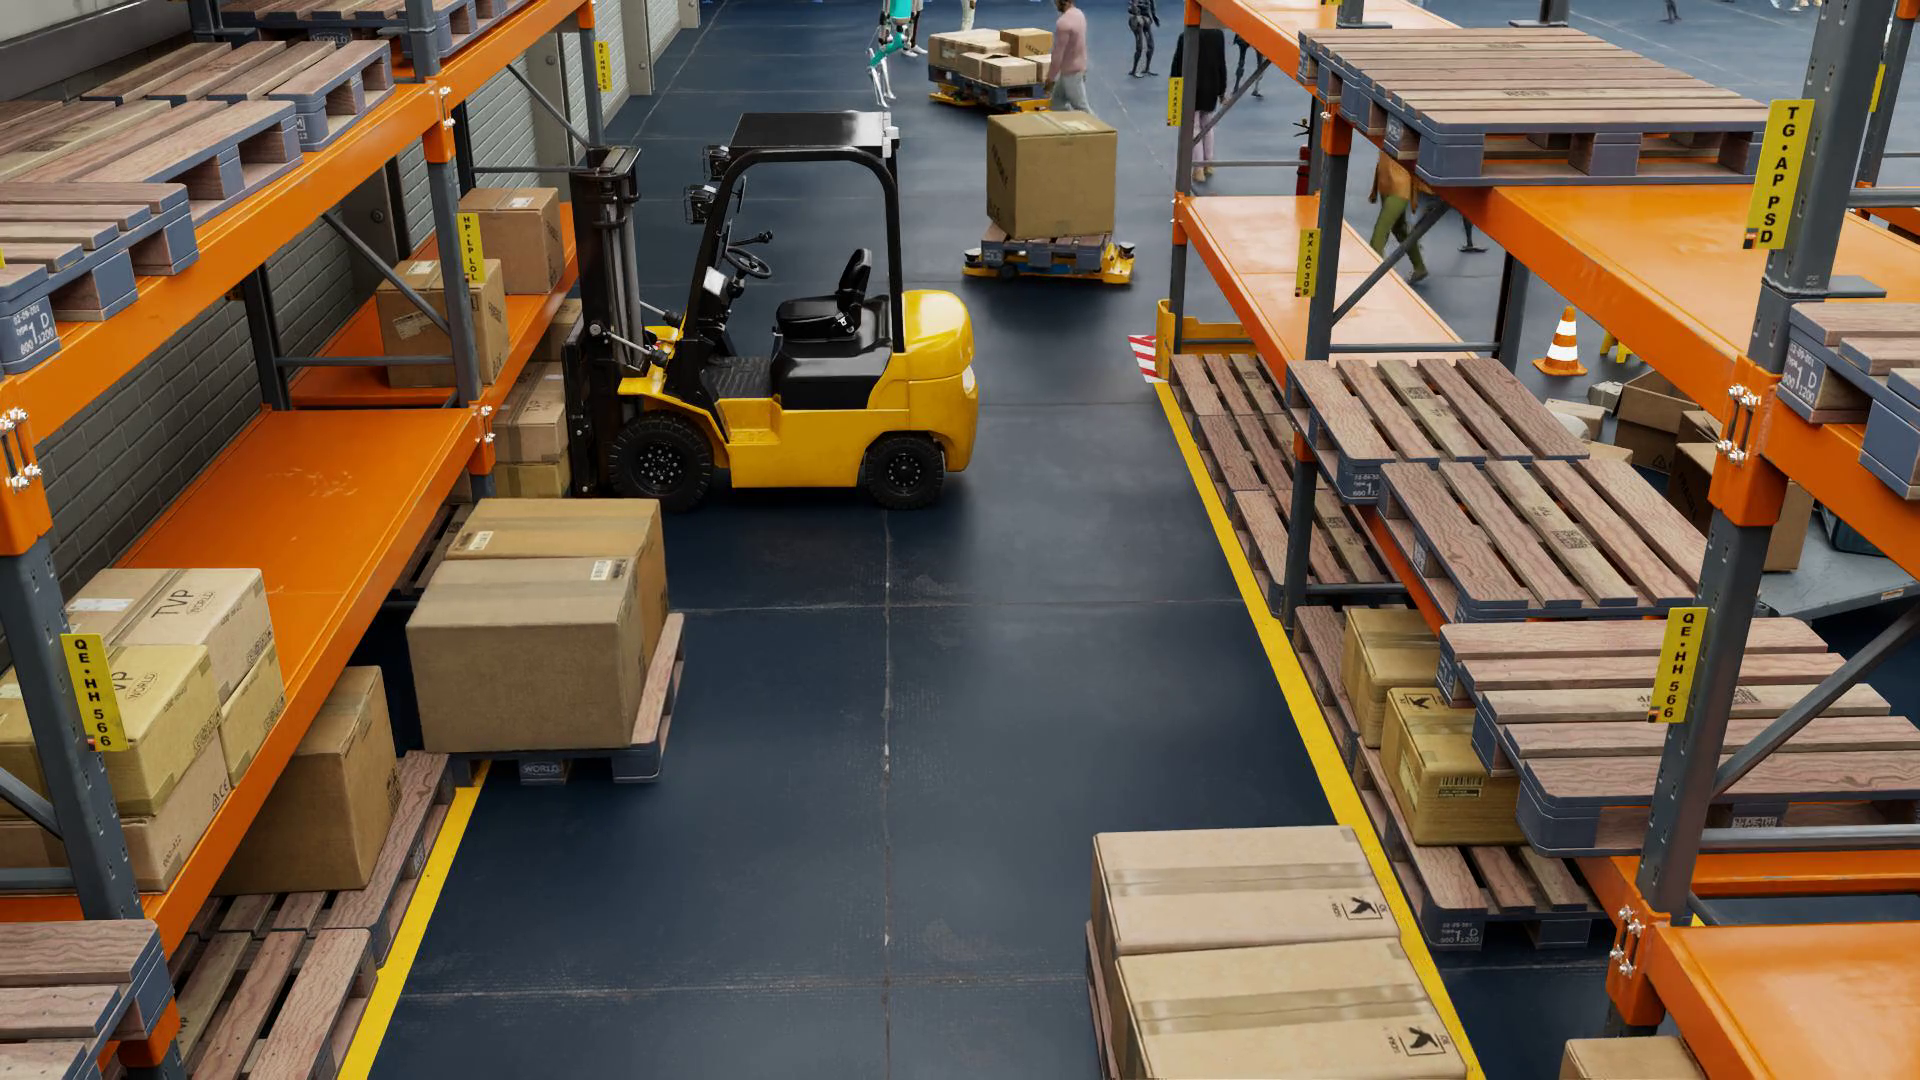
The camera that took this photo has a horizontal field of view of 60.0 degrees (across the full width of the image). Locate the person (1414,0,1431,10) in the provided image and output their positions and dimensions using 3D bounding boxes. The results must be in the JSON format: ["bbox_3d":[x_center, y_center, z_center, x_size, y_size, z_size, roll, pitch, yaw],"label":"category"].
[{"bbox_3d":[7.364,-9.031,26.614,0.621,1.807,0.481,-15,29,-29],"label":"person"}]

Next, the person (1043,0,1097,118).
[{"bbox_3d":[1.217,-5.138,18.322,1.038,1.874,0.636,6,26,13],"label":"person"}]

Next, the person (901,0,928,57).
[{"bbox_3d":[-0.704,-8.180,24.718,0.367,1.899,0.548,14,29,27],"label":"person"}]

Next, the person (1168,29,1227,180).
[{"bbox_3d":[2.507,-4.725,17.477,0.565,1.823,0.600,-8,26,-16],"label":"person"}]

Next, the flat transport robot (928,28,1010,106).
[{"bbox_3d":[0.358,-5.888,21.773,1.431,0.231,0.659,-19,31,-34],"label":"flat transport robot"}]

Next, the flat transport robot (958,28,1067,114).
[{"bbox_3d":[0.719,-5.568,21.095,0.659,0.231,1.431,-13,28,-25],"label":"flat transport robot"}]

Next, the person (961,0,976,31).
[{"bbox_3d":[0.159,-8.059,24.643,0.346,1.743,0.561,-3,25,-6],"label":"person"}]

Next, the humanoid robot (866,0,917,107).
[{"bbox_3d":[-0.917,-6.419,21.172,0.555,1.751,0.837,-18,31,-34],"label":"humanoid robot"}]

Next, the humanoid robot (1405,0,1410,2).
[{"bbox_3d":[4.964,-4.991,18.266,0.772,1.872,0.541,11,27,21],"label":"humanoid robot"}]

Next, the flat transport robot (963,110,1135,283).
[{"bbox_3d":[0.783,-2.440,14.470,1.431,0.231,0.659,4,26,9],"label":"flat transport robot"}]

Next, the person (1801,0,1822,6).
[{"bbox_3d":[15.373,-10.491,29.623,0.549,1.891,0.386,0,25,0],"label":"person"}]

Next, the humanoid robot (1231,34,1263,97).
[{"bbox_3d":[3.810,-6.619,21.689,0.589,1.634,0.432,17,30,32],"label":"humanoid robot"}]

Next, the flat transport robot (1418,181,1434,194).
[{"bbox_3d":[5.429,-3.781,17.311,1.431,0.231,0.659,-4,26,-8],"label":"flat transport robot"}]

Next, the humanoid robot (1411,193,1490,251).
[{"bbox_3d":[4.417,-3.388,14.905,0.785,1.636,0.585,2,25,5],"label":"humanoid robot"}]

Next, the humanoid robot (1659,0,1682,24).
[{"bbox_3d":[11.949,-9.498,27.769,0.420,1.639,0.599,1,25,3],"label":"humanoid robot"}]

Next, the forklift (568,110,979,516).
[{"bbox_3d":[-1.043,-1.379,9.976,2.313,2.155,1.214,-1,25,-2],"label":"forklift"}]

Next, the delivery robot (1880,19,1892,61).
[{"bbox_3d":[13.716,-7.432,24.679,0.747,0.570,0.499,-14,29,-28],"label":"delivery robot"}]

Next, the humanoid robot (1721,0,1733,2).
[{"bbox_3d":[13.831,-10.653,30.269,0.612,1.622,0.785,-15,29,-28],"label":"humanoid robot"}]

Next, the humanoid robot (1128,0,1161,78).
[{"bbox_3d":[2.535,-7.273,23.043,0.338,1.650,0.599,18,31,34],"label":"humanoid robot"}]

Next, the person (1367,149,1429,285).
[{"bbox_3d":[3.608,-2.869,13.743,0.906,1.671,0.445,-8,26,-17],"label":"person"}]

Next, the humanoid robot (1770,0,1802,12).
[{"bbox_3d":[14.447,-9.914,28.586,0.561,1.731,1.021,-8,27,-17],"label":"humanoid robot"}]
